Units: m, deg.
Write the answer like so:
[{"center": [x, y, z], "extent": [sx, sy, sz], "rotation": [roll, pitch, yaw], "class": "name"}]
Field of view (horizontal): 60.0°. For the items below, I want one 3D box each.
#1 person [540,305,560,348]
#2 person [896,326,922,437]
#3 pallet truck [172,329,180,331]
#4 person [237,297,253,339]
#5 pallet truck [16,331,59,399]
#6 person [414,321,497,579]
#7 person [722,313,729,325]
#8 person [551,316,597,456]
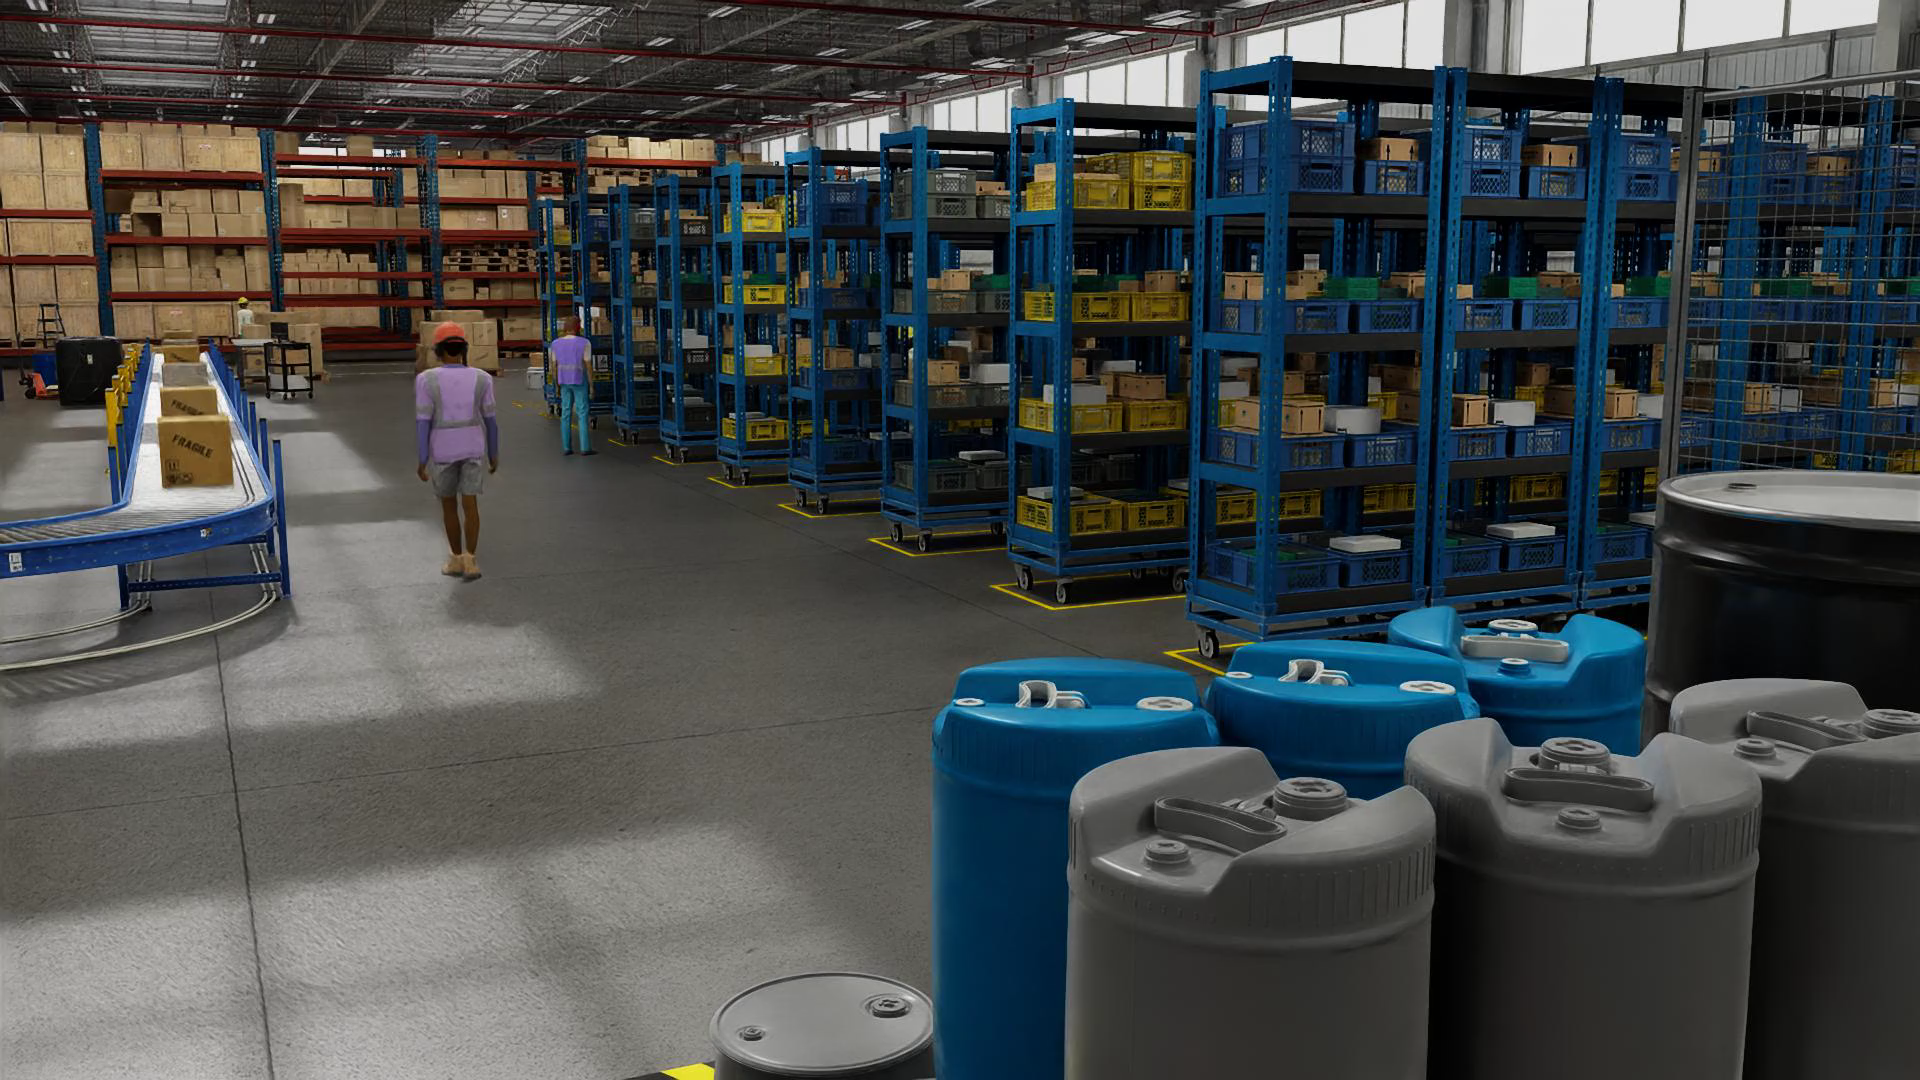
[{"center": [-12.449, -6.619, 50.221], "extent": [0.765, 1.904, 0.408], "rotation": [-6, 11, -33], "class": "person"}, {"center": [-0.570, -1.588, 19.217], "extent": [0.403, 1.822, 0.588], "rotation": [2, 9, 14], "class": "person"}, {"center": [-17.275, -3.851, 35.096], "extent": [1.601, 1.201, 0.680], "rotation": [0, 9, 1], "class": "pallet truck"}, {"center": [-18.296, -5.322, 42.554], "extent": [0.324, 1.767, 0.533], "rotation": [3, 10, 16], "class": "person"}, {"center": [-17.082, -3.353, 31.781], "extent": [1.630, 1.274, 0.653], "rotation": [-4, 10, -25], "class": "pallet truck"}, {"center": [-3.936, -0.690, 13.002], "extent": [0.631, 2.031, 0.563], "rotation": [-6, 11, -31], "class": "person"}, {"center": [-6.038, -5.715, 44.430], "extent": [0.654, 1.939, 1.004], "rotation": [6, 11, 34], "class": "person"}, {"center": [-5.067, -2.015, 21.808], "extent": [0.565, 1.840, 0.390], "rotation": [2, 9, 12], "class": "person"}]
